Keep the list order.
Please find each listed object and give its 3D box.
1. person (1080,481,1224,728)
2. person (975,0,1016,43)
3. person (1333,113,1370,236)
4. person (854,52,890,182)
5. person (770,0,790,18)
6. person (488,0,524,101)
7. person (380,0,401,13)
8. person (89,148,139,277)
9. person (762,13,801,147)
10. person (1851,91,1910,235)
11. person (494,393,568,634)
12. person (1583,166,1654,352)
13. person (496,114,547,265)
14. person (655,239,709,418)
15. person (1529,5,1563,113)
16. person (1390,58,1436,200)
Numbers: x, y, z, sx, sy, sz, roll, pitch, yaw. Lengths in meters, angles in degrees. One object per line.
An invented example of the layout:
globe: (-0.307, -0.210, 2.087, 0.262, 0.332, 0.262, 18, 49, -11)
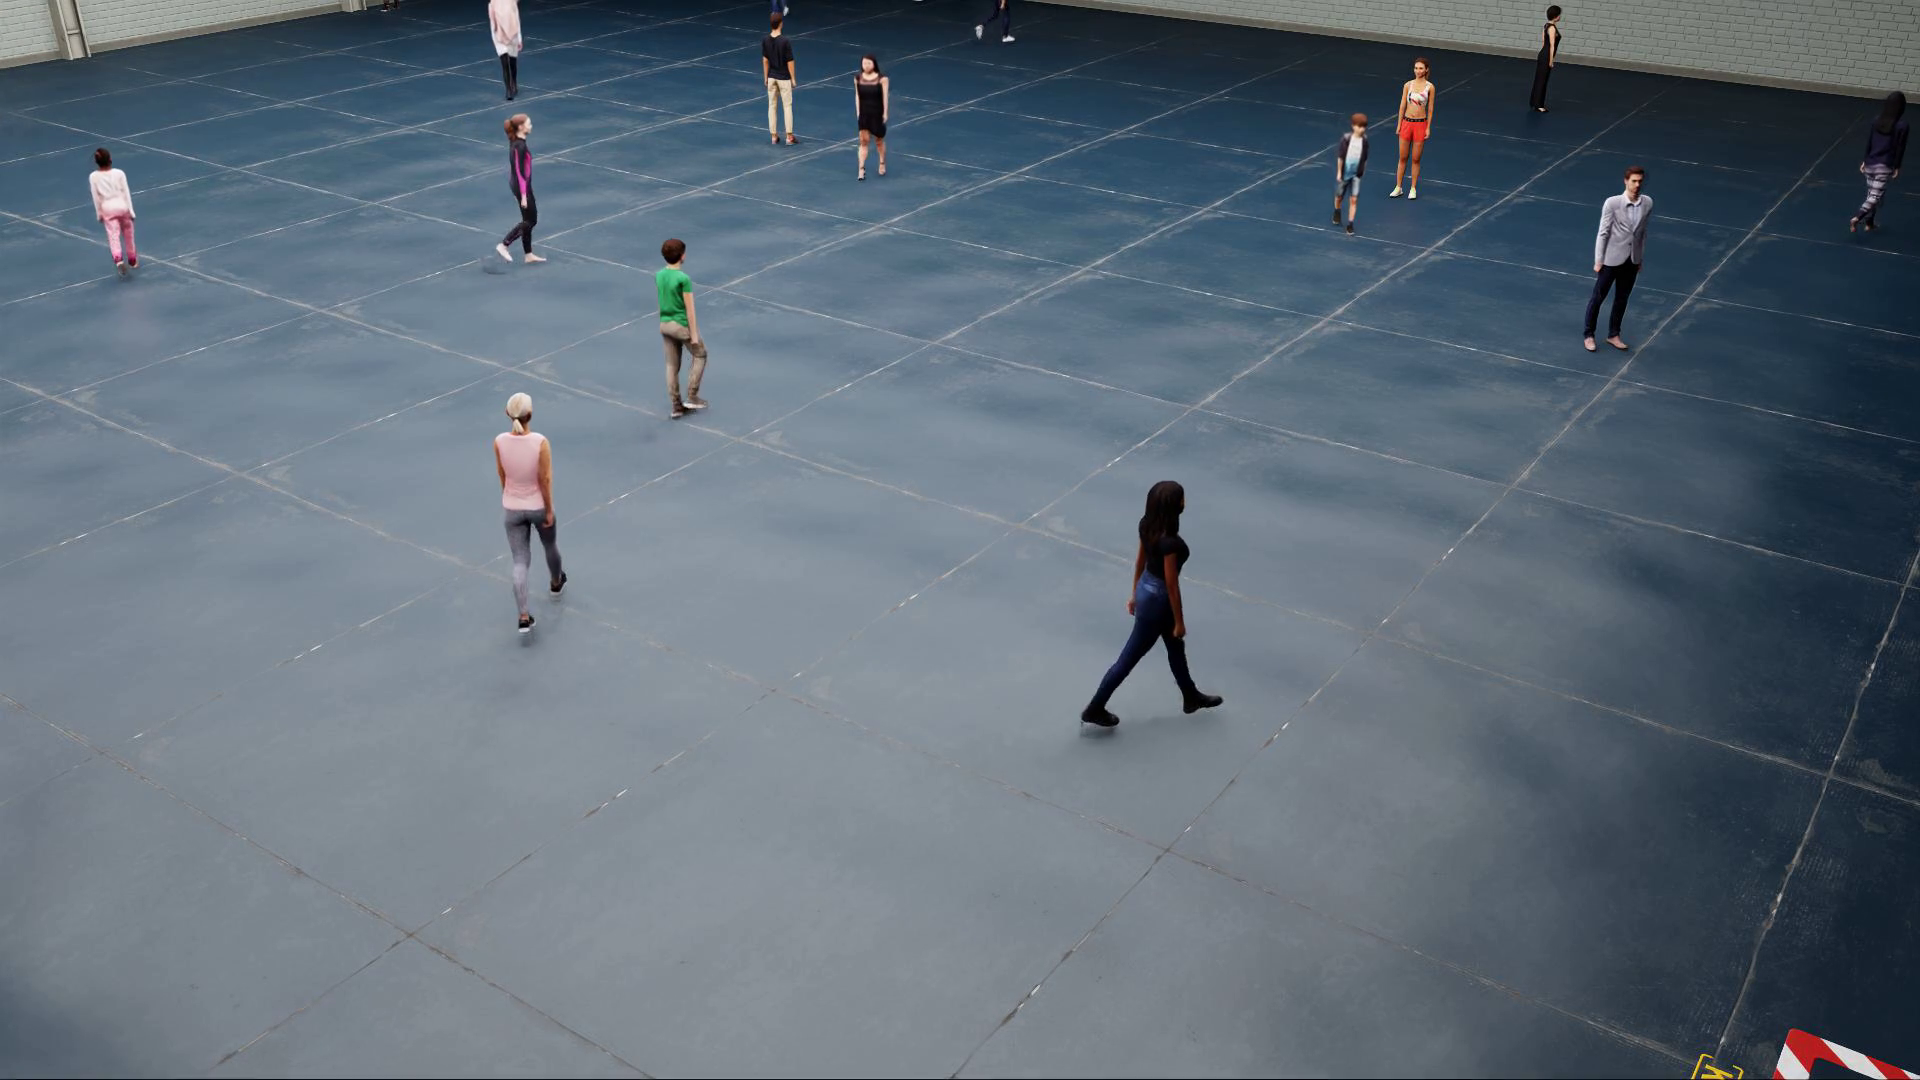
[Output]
person: (1.132, 0.461, 10.393, 1.225, 1.690, 1.101, -7, 28, -13)
person: (0.662, -10.072, 30.938, 1.093, 1.608, 0.890, -12, 30, -22)
person: (4.741, -4.487, 20.300, 0.879, 1.418, 1.044, 1, 27, 3)
person: (-1.140, -5.686, 22.345, 0.886, 1.676, 1.092, 6, 28, 11)
person: (-3.619, -11.181, 33.155, 0.634, 1.550, 0.626, 23, 35, 37)
person: (-7.281, -8.012, 26.782, 1.199, 1.751, 1.185, -7, 28, -14)
person: (-11.175, -11.163, 32.268, 0.722, 1.712, 0.511, 21, 34, 35)
person: (-9.538, -3.702, 18.769, 0.956, 1.424, 0.929, -10, 29, -19)
person: (-2.613, -6.663, 24.043, 0.691, 1.859, 0.618, 10, 29, 18)
person: (11.047, -4.508, 20.018, 1.064, 1.713, 0.815, -18, 32, -31)
person: (-3.041, -0.164, 11.610, 1.025, 1.687, 1.151, -2, 27, -4)
person: (6.578, -2.822, 16.592, 0.759, 1.852, 0.807, -3, 27, -7)
person: (-5.068, -3.966, 18.951, 0.914, 1.726, 0.780, -12, 30, -22)
person: (-2.590, -1.880, 14.991, 0.641, 1.643, 0.627, 16, 31, 28)
person: (9.162, -7.529, 26.006, 0.727, 1.603, 0.632, 0, 27, 0)
person: (5.885, -5.332, 21.535, 0.618, 1.789, 0.580, 12, 30, 22)
